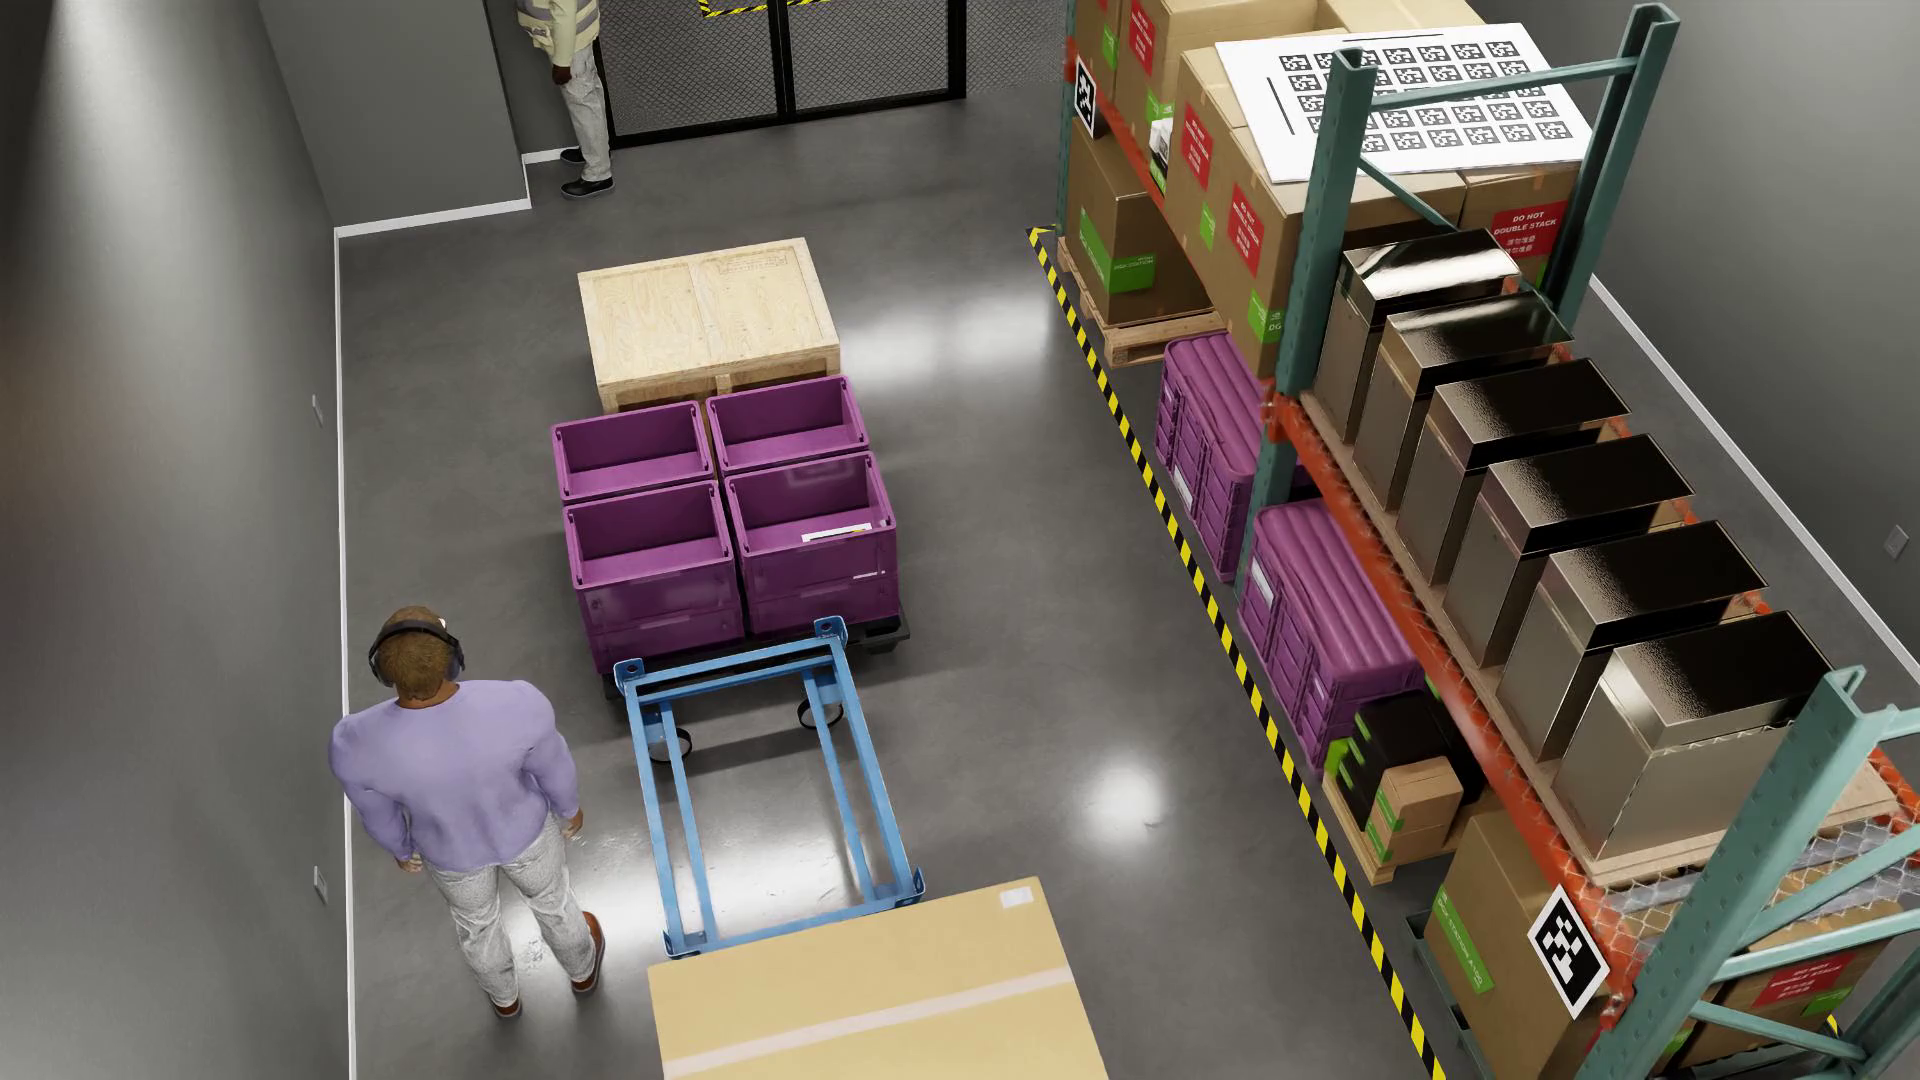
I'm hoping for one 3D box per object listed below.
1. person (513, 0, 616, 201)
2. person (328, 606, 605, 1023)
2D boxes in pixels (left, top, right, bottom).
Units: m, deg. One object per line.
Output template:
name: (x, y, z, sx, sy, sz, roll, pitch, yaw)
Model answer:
person: (-1.992, -2.563, 8.312, 0.403, 1.833, 0.586, -5, 48, -5)
person: (-1.460, 0.874, 5.084, 0.632, 1.940, 0.372, -13, 49, -12)
